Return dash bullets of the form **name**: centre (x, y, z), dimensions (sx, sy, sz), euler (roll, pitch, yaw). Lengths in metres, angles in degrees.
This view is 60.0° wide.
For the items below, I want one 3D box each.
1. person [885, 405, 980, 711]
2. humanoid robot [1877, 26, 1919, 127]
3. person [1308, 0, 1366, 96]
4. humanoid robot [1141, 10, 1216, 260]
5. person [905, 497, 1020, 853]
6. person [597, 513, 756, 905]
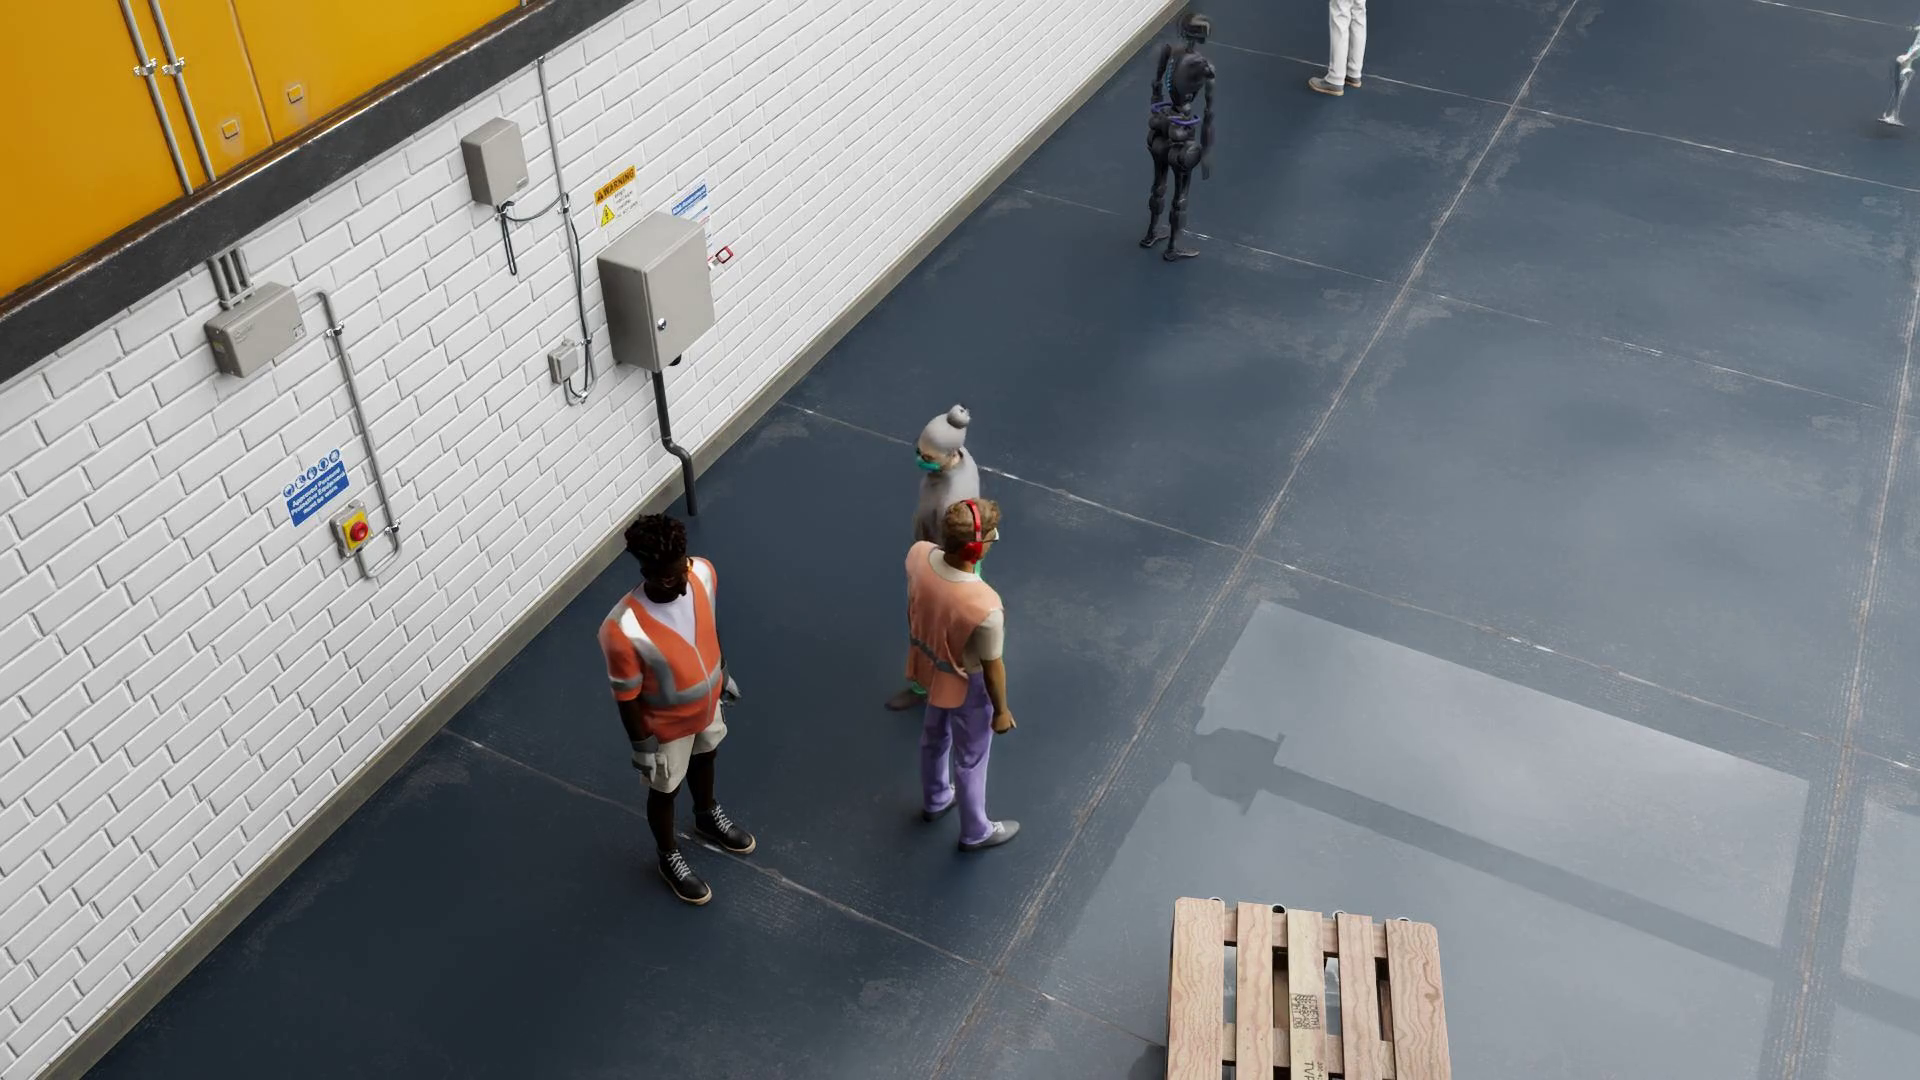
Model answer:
- **person**: centre (-0.076, 0.077, 7.554), dimensions (0.554, 1.826, 0.612), euler (1, 41, 1)
- **humanoid robot**: centre (7.203, -3.689, 12.027), dimensions (1.034, 1.767, 0.551), euler (-11, 42, -13)
- **person**: centre (2.952, -4.307, 12.608), dimensions (0.563, 1.876, 0.361), euler (-31, 49, -31)
- **humanoid robot**: centre (1.419, -2.632, 10.807), dimensions (0.312, 1.655, 0.609), euler (-24, 46, -26)
- **person**: centre (-0.013, 0.589, 6.955), dimensions (0.393, 1.837, 0.563), euler (-26, 47, -27)
- **person**: centre (-1.135, 0.672, 6.761), dimensions (0.367, 1.966, 0.602), euler (23, 46, 25)
